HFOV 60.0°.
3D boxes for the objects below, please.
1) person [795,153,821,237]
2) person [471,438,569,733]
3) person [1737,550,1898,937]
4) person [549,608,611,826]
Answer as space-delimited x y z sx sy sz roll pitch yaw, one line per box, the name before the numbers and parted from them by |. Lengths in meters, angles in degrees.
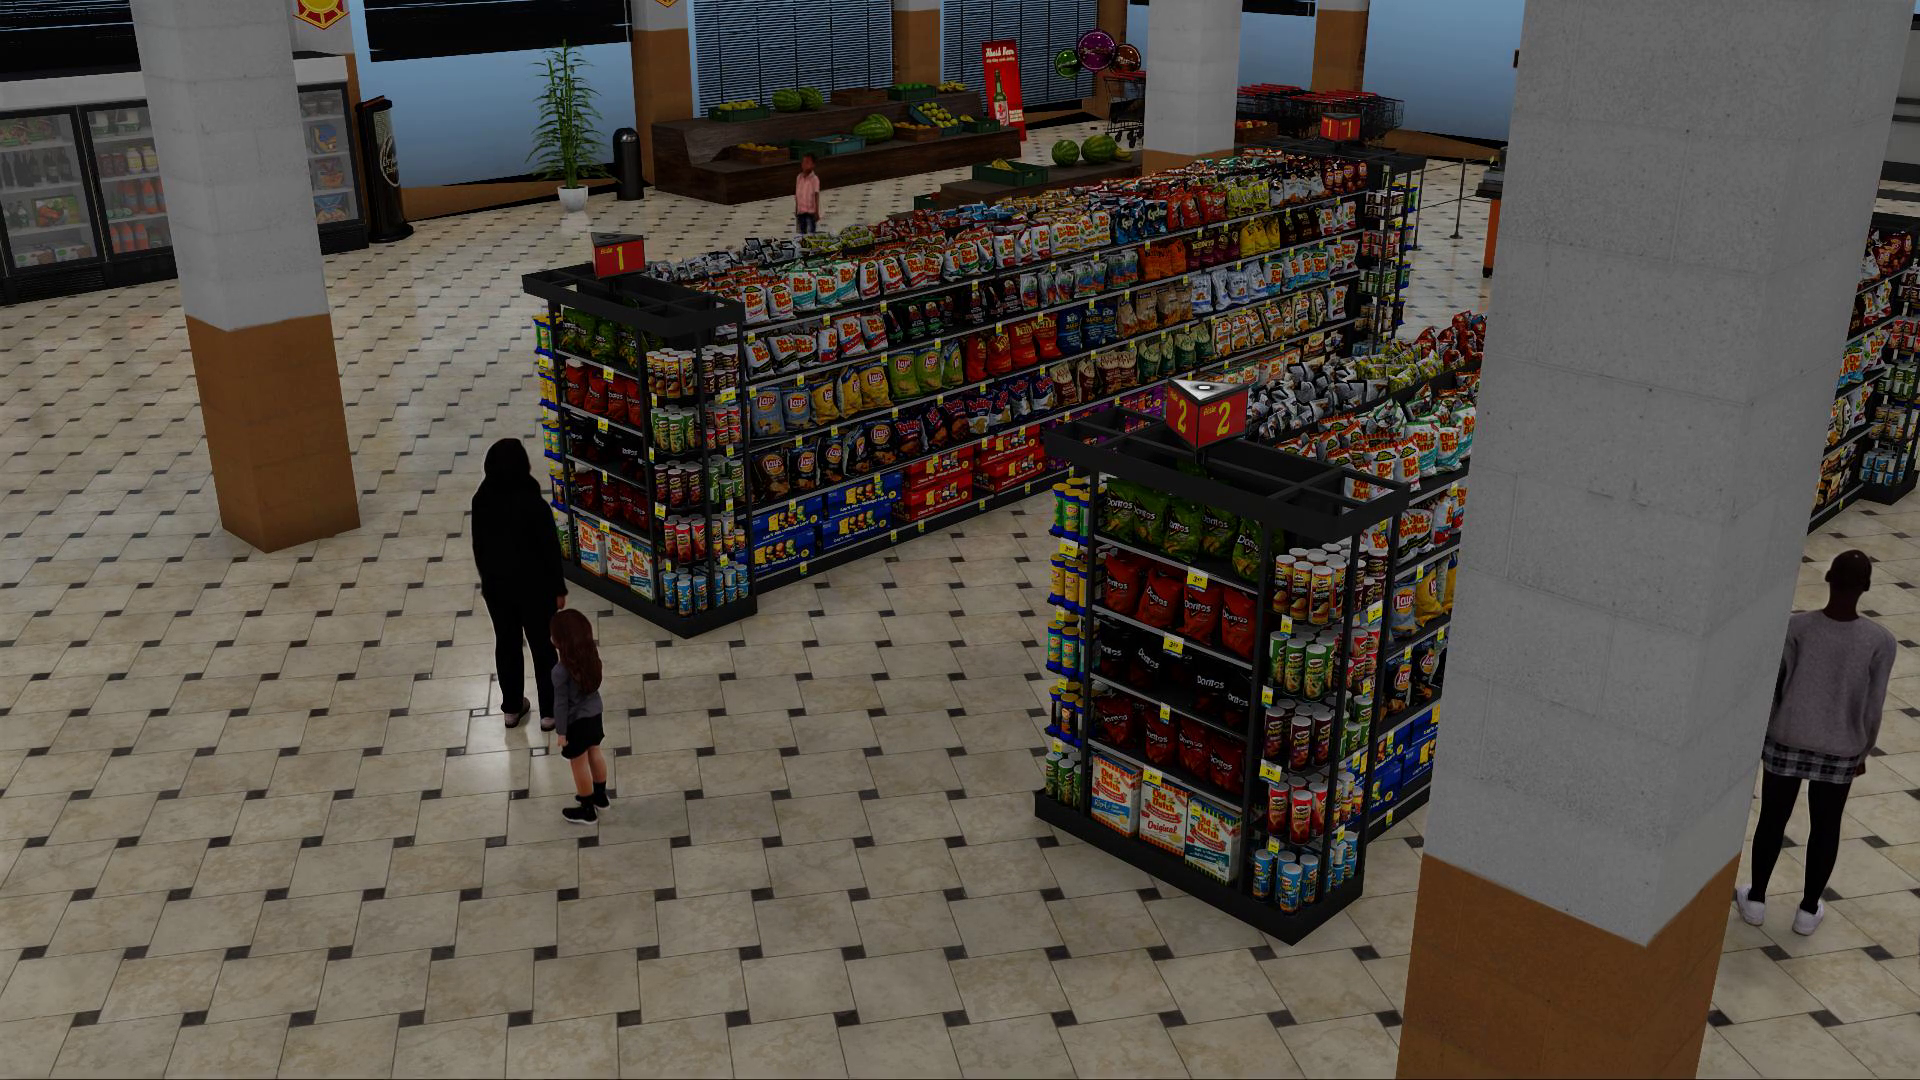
person | -1.750 -3.896 19.555 0.562 1.299 0.744 16 27 35
person | -2.335 0.242 8.830 0.765 1.616 0.788 6 23 14
person | 3.634 0.863 7.075 0.681 1.772 0.656 10 24 23
person | -1.834 0.837 8.033 0.583 1.106 0.478 8 23 19
